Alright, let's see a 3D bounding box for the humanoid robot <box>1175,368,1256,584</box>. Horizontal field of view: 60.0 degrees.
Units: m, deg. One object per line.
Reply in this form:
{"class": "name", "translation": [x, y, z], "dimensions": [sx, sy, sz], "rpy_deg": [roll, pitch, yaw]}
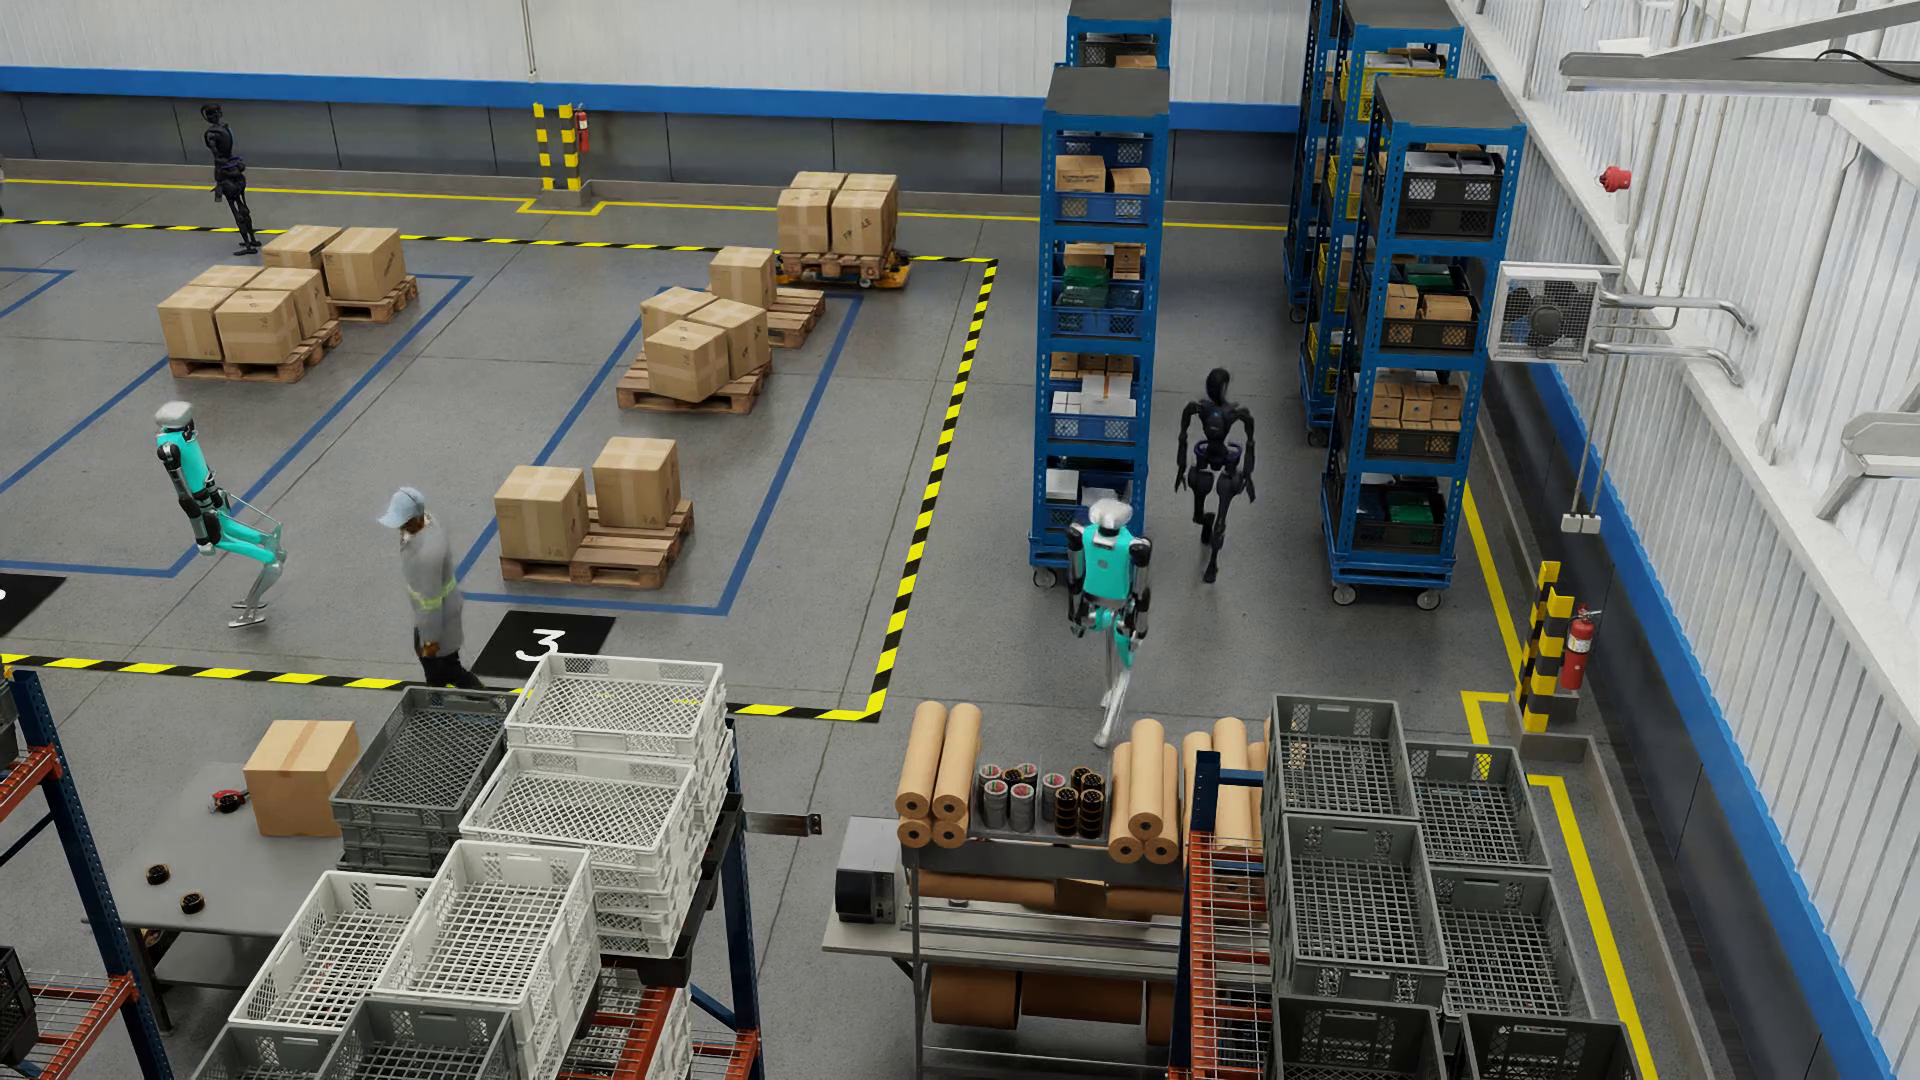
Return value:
{"class": "humanoid robot", "translation": [1.908, -0.545, 12.238], "dimensions": [0.610, 1.633, 0.672], "rpy_deg": [10, 32, 16]}

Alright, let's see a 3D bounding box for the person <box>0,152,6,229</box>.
{"class": "person", "translation": [-11.075, -4.398, 18.692], "dimensions": [0.445, 1.813, 0.615], "rpy_deg": [21, 36, 32]}

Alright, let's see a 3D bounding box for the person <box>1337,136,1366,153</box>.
{"class": "person", "translation": [4.197, -4.007, 18.040], "dimensions": [0.526, 1.800, 0.763], "rpy_deg": [10, 32, 17]}

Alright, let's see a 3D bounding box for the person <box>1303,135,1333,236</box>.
{"class": "person", "translation": [3.831, -3.743, 17.636], "dimensions": [0.322, 1.740, 0.492], "rpy_deg": [-19, 35, -30]}

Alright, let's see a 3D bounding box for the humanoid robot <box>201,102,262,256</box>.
{"class": "humanoid robot", "translation": [-7.913, -3.918, 17.992], "dimensions": [0.315, 1.653, 0.599], "rpy_deg": [-3, 30, -4]}

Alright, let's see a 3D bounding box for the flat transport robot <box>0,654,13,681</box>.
{"class": "flat transport robot", "translation": [-7.142, 0.969, 11.010], "dimensions": [1.431, 0.231, 0.659], "rpy_deg": [3, 30, 6]}

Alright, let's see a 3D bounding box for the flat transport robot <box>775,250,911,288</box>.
{"class": "flat transport robot", "translation": [-1.274, -2.913, 17.649], "dimensions": [1.431, 0.197, 0.652], "rpy_deg": [3, 30, 6]}

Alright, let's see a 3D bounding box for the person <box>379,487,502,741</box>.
{"class": "person", "translation": [-3.282, 0.432, 10.409], "dimensions": [0.529, 1.835, 0.652], "rpy_deg": [-13, 33, -21]}

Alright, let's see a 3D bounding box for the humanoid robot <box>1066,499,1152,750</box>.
{"class": "humanoid robot", "translation": [0.974, 0.440, 10.439], "dimensions": [0.538, 1.720, 0.984], "rpy_deg": [13, 33, 21]}

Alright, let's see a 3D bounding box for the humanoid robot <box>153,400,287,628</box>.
{"class": "humanoid robot", "translation": [-4.968, -0.184, 11.397], "dimensions": [0.735, 1.677, 0.533], "rpy_deg": [-5, 31, -9]}
